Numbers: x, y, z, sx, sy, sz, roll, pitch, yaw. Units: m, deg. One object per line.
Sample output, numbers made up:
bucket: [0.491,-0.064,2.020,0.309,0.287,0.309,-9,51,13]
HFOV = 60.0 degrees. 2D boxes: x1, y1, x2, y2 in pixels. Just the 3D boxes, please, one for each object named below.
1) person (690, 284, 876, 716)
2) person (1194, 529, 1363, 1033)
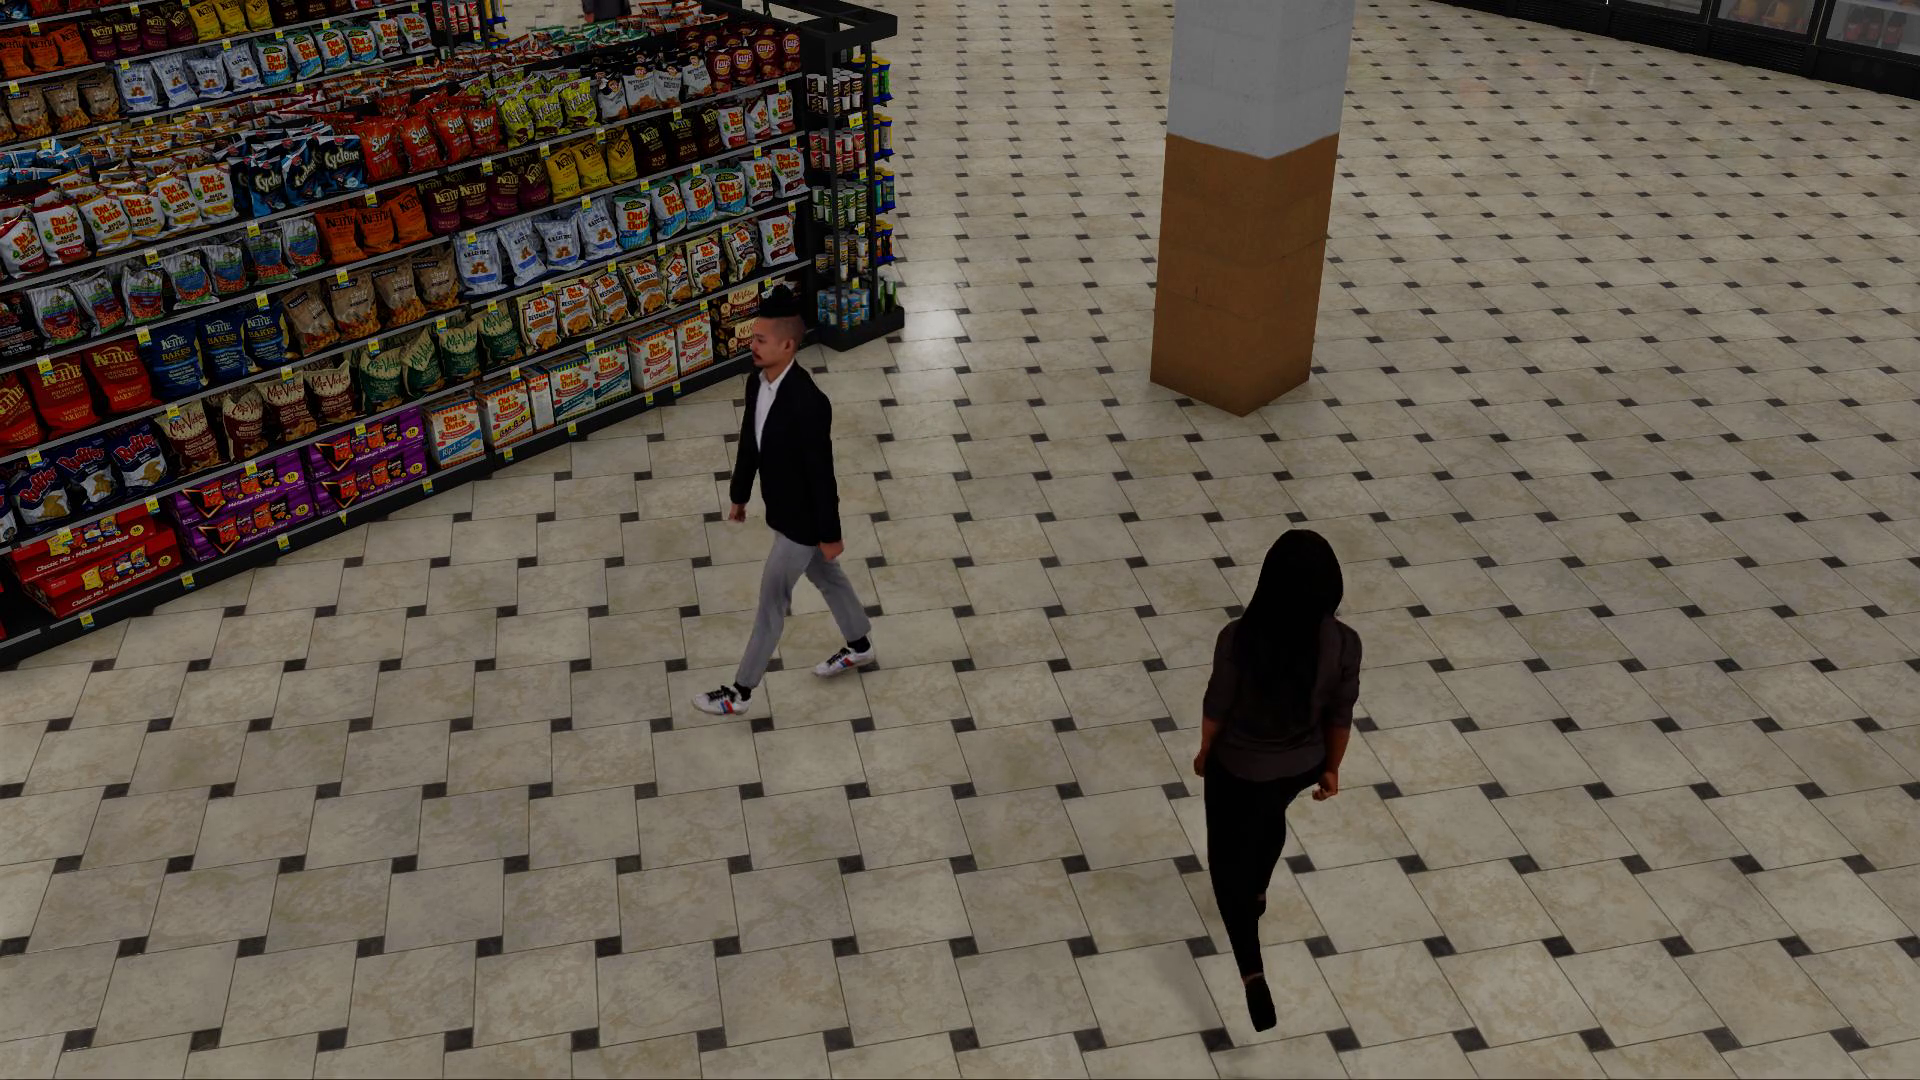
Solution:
person: [-0.608,-0.164,7.081,1.248,1.905,0.948,-17,36,-25]
person: [1.043,0.830,5.572,1.140,1.812,1.118,-4,32,-6]
